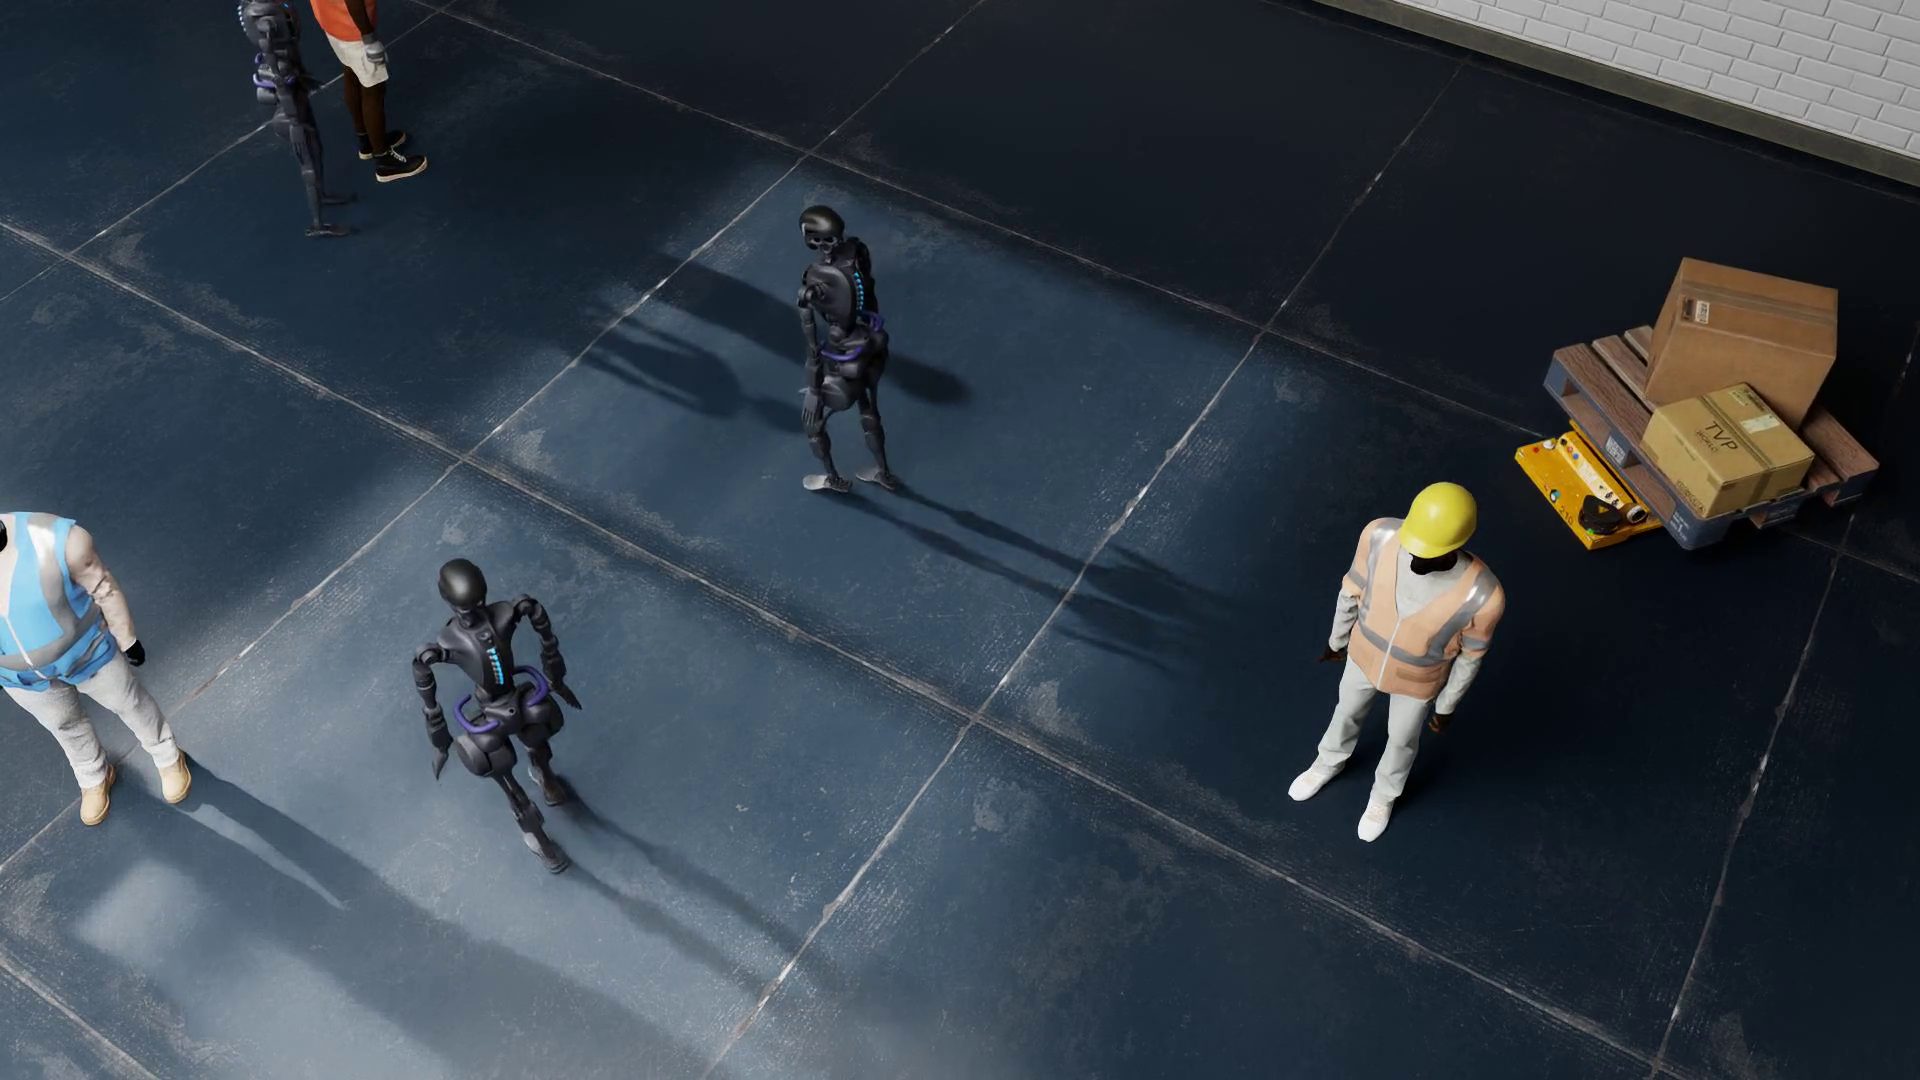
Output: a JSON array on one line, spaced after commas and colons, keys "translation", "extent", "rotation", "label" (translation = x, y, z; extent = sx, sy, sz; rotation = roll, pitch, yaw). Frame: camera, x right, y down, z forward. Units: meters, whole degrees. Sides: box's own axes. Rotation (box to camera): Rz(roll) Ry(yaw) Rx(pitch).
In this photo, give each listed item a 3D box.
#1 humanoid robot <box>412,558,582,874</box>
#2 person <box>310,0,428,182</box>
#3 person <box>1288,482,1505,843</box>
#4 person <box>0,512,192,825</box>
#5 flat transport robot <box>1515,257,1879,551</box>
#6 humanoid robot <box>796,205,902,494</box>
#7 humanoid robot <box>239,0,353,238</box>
[{"translation": [-1.760, 0.652, 6.317], "extent": [0.608, 1.644, 0.512], "rotation": [-32, 56, -25], "label": "humanoid robot"}, {"translation": [-3.385, -2.918, 9.244], "extent": [0.367, 1.958, 0.603], "rotation": [-28, 54, -22], "label": "person"}, {"translation": [1.654, 0.467, 6.307], "extent": [0.584, 1.927, 0.362], "rotation": [31, 56, 24], "label": "person"}, {"translation": [-3.477, 0.443, 6.384], "extent": [0.632, 1.841, 0.429], "rotation": [-13, 50, -11], "label": "person"}, {"translation": [3.536, -0.411, 8.175], "extent": [1.431, 0.231, 0.659], "rotation": [-15, 51, -13], "label": "flat transport robot"}, {"translation": [-0.509, -0.833, 7.612], "extent": [0.439, 1.634, 0.612], "rotation": [22, 52, 18], "label": "humanoid robot"}, {"translation": [-3.615, -2.416, 8.993], "extent": [0.329, 1.648, 0.609], "rotation": [-10, 50, -8], "label": "humanoid robot"}]
